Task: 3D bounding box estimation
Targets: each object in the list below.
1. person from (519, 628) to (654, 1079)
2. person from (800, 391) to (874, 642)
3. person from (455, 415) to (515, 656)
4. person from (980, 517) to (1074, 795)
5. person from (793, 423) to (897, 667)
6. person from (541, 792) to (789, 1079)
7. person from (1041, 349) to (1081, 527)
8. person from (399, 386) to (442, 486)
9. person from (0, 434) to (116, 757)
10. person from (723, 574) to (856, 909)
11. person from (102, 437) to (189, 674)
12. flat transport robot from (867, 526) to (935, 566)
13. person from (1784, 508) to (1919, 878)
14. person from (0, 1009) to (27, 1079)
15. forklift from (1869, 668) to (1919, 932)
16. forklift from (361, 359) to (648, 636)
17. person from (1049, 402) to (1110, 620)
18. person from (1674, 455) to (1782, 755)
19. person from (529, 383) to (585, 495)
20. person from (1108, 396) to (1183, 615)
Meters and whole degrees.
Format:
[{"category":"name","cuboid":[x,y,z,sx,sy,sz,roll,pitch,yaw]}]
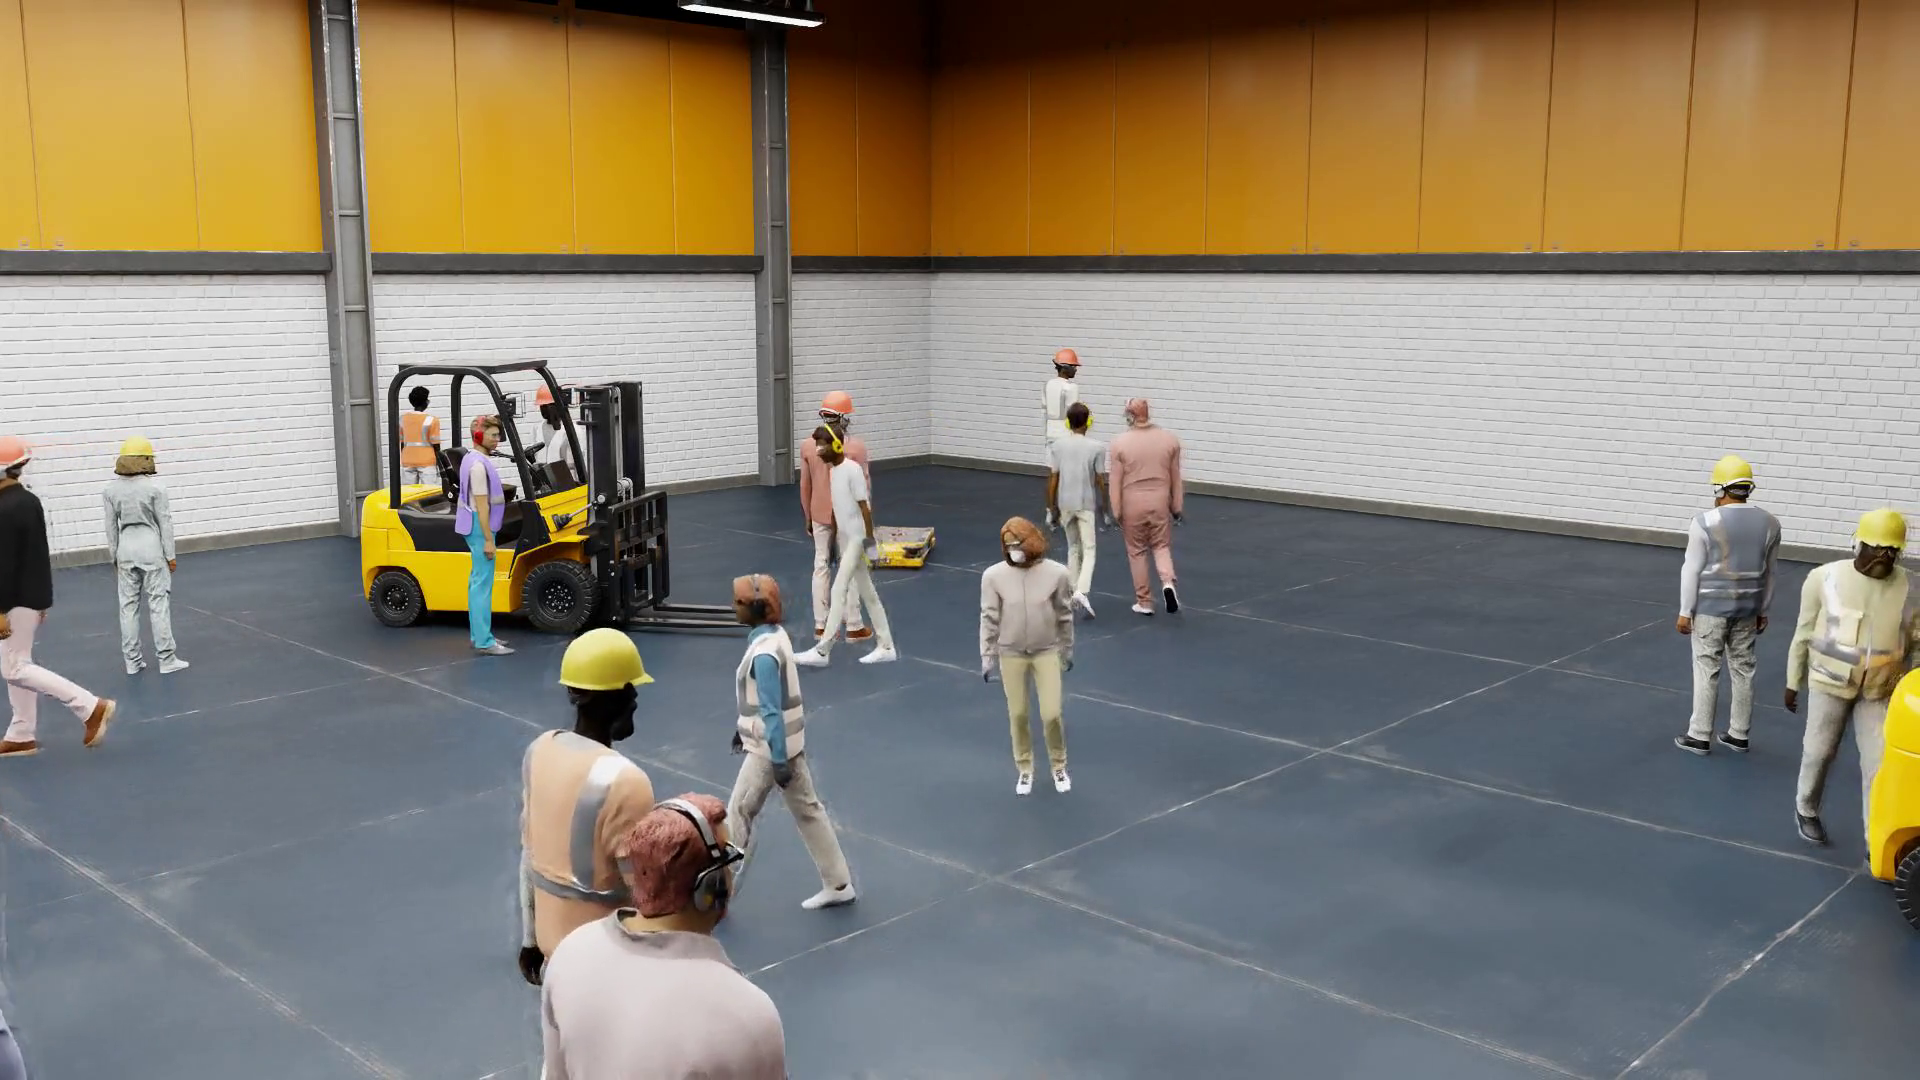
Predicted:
[{"category":"person","cuboid":[-1.087,1.195,5.091,0.986,1.873,0.609,-8,12,-41]},{"category":"person","cuboid":[-0.969,-0.183,13.176,0.609,1.995,0.378,4,10,24]},{"category":"person","cuboid":[-3.667,-0.035,12.744,0.390,1.838,0.563,-3,10,-19]},{"category":"person","cuboid":[0.368,0.651,9.254,0.520,1.597,0.440,0,9,2]},{"category":"person","cuboid":[-0.886,0.048,12.327,0.926,1.804,0.588,-3,10,-18]},{"category":"person","cuboid":[-0.547,1.450,3.581,0.669,1.853,1.011,8,12,42]},{"category":"person","cuboid":[1.188,-1.170,19.090,0.394,2.040,0.609,-6,11,-34]},{"category":"person","cuboid":[-5.833,-0.816,18.001,0.527,1.690,0.321,3,10,15]},{"category":"person","cuboid":[-5.542,0.348,9.967,0.713,1.978,0.617,-3,10,-15]},{"category":"person","cuboid":[-0.875,0.935,7.547,0.853,1.592,0.518,0,9,1]},{"category":"person","cuboid":[-5.958,0.114,12.147,0.483,1.736,0.311,0,9,1]},{"category":"flat transport robot","cuboid":[-0.645,0.050,17.017,0.652,0.197,1.431,1,9,5]},{"category":"person","cuboid":[4.471,0.732,8.251,0.644,1.783,0.804,3,10,16]},{"category":"person","cuboid":[-3.364,1.246,5.208,0.536,1.722,0.825,7,12,38]},{"category":"forklift","cuboid":[5.205,0.723,7.013,2.313,2.155,1.214,9,13,43]},{"category":"forklift","cuboid":[-3.850,-0.407,13.936,2.313,2.155,1.214,2,9,11]},{"category":"person","cuboid":[0.985,-0.248,14.120,0.536,1.834,0.840,3,10,19]},{"category":"person","cuboid":[4.660,0.400,10.134,0.595,1.826,0.403,-2,9,-10]},{"category":"person","cuboid":[-3.641,-0.446,14.960,0.550,1.935,0.376,4,10,21]},{"category":"person","cuboid":[1.570,-0.269,14.034,0.661,1.883,0.560,-2,9,-11]}]
